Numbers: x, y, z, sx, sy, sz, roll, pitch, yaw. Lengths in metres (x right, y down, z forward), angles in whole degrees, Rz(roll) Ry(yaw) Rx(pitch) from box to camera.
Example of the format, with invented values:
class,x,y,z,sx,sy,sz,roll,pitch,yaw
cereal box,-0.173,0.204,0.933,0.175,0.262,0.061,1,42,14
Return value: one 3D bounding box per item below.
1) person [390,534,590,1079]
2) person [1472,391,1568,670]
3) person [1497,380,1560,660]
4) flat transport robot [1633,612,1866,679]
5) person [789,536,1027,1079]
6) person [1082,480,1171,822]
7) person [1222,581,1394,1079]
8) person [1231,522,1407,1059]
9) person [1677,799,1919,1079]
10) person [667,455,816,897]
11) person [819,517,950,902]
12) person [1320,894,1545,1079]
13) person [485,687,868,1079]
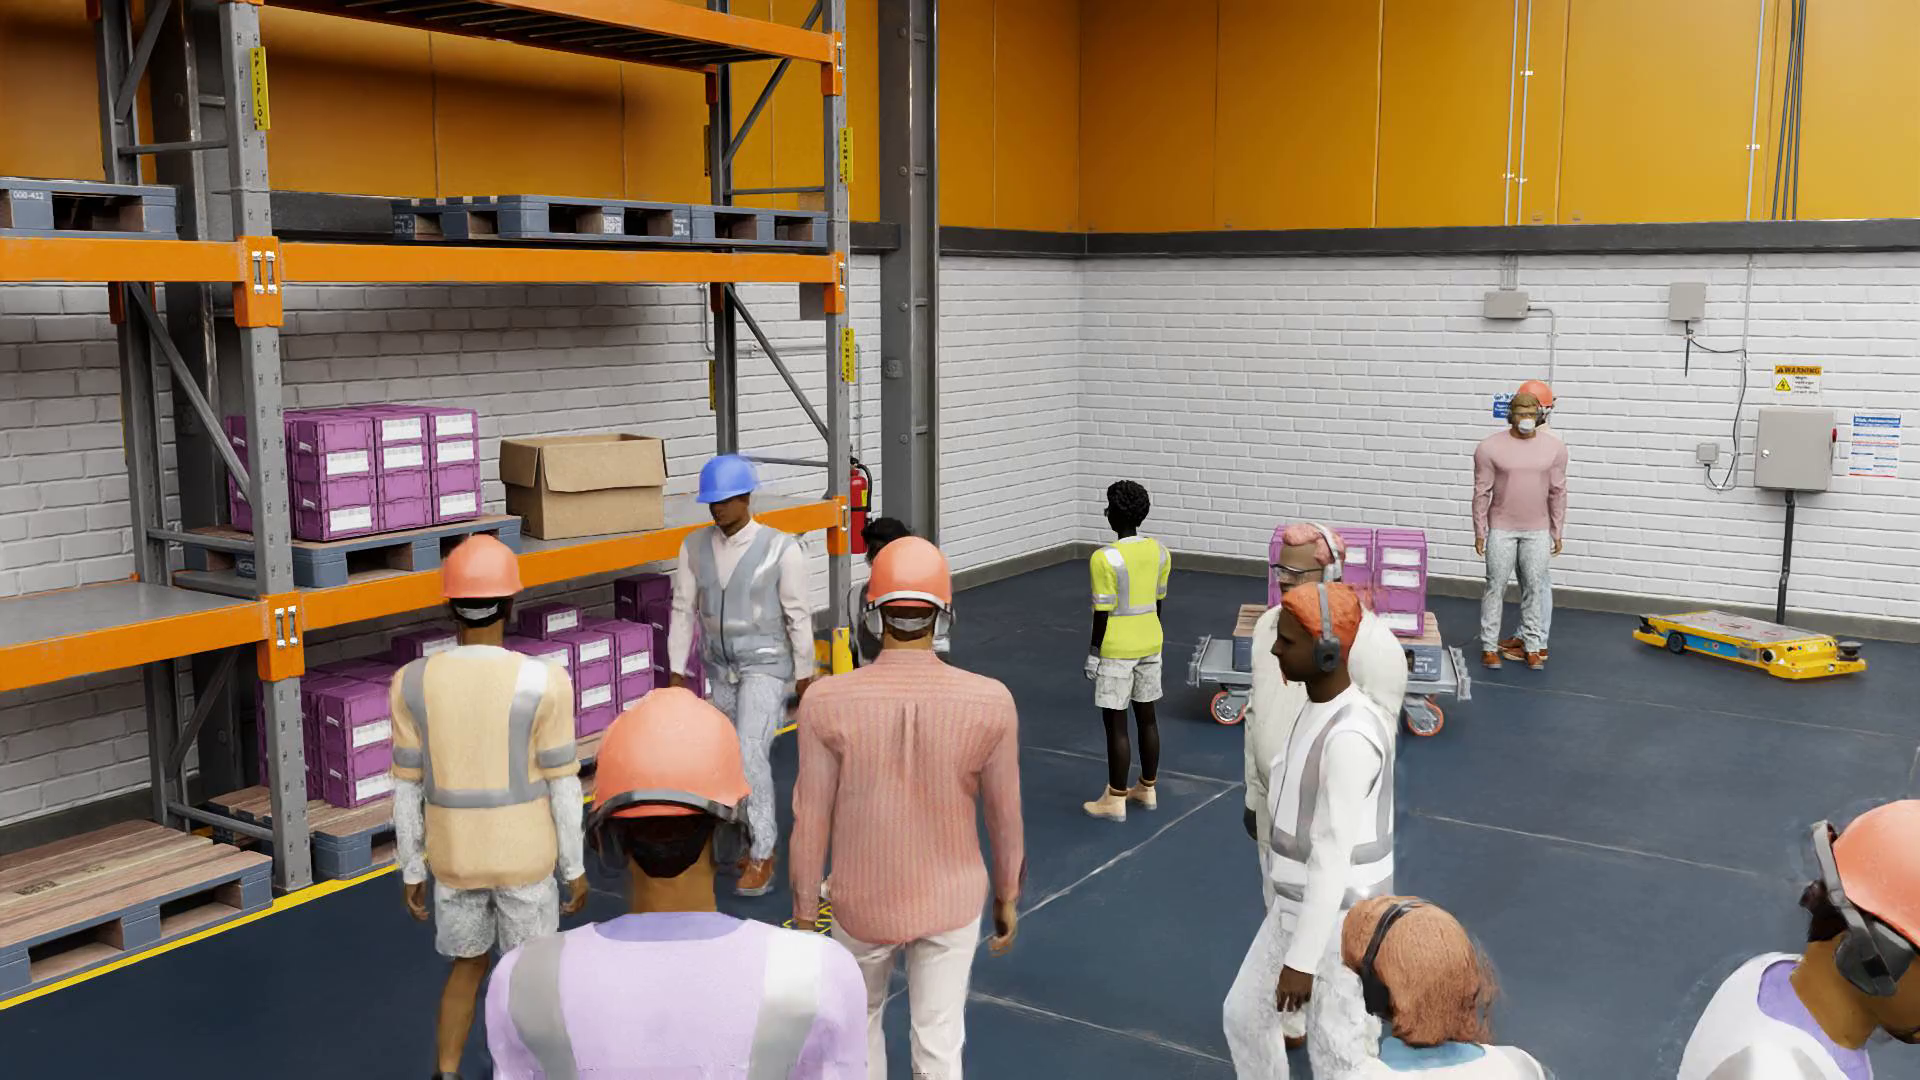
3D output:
class,x,y,z,sx,sy,sz,roll,pitch,yaw
person,-1.404,0.947,4.967,0.558,1.924,0.510,1,9,4
person,3.851,-0.061,11.482,0.628,1.932,0.366,1,9,7
person,4.043,-0.134,11.785,0.399,1.990,0.617,0,9,2
flat transport robot,5.559,0.718,11.778,0.652,0.197,1.431,-4,10,-23
person,-0.140,0.971,4.597,0.662,1.974,0.571,-1,9,-6
person,0.823,0.546,8.283,0.535,1.697,0.318,-9,12,-44
person,0.902,1.038,4.533,0.611,1.870,0.584,0,9,-2
person,1.151,0.881,5.480,0.395,1.898,0.640,-6,10,-33
person,1.234,1.318,2.470,1.104,1.931,0.708,5,10,29
person,-0.989,0.586,7.295,0.606,1.917,0.721,5,10,28
person,-0.322,0.743,7.096,0.546,1.660,0.821,4,10,26
person,0.778,1.412,2.873,0.535,1.615,0.420,-3,9,-18
person,-0.435,1.249,2.648,0.625,2.022,0.577,0,9,2
